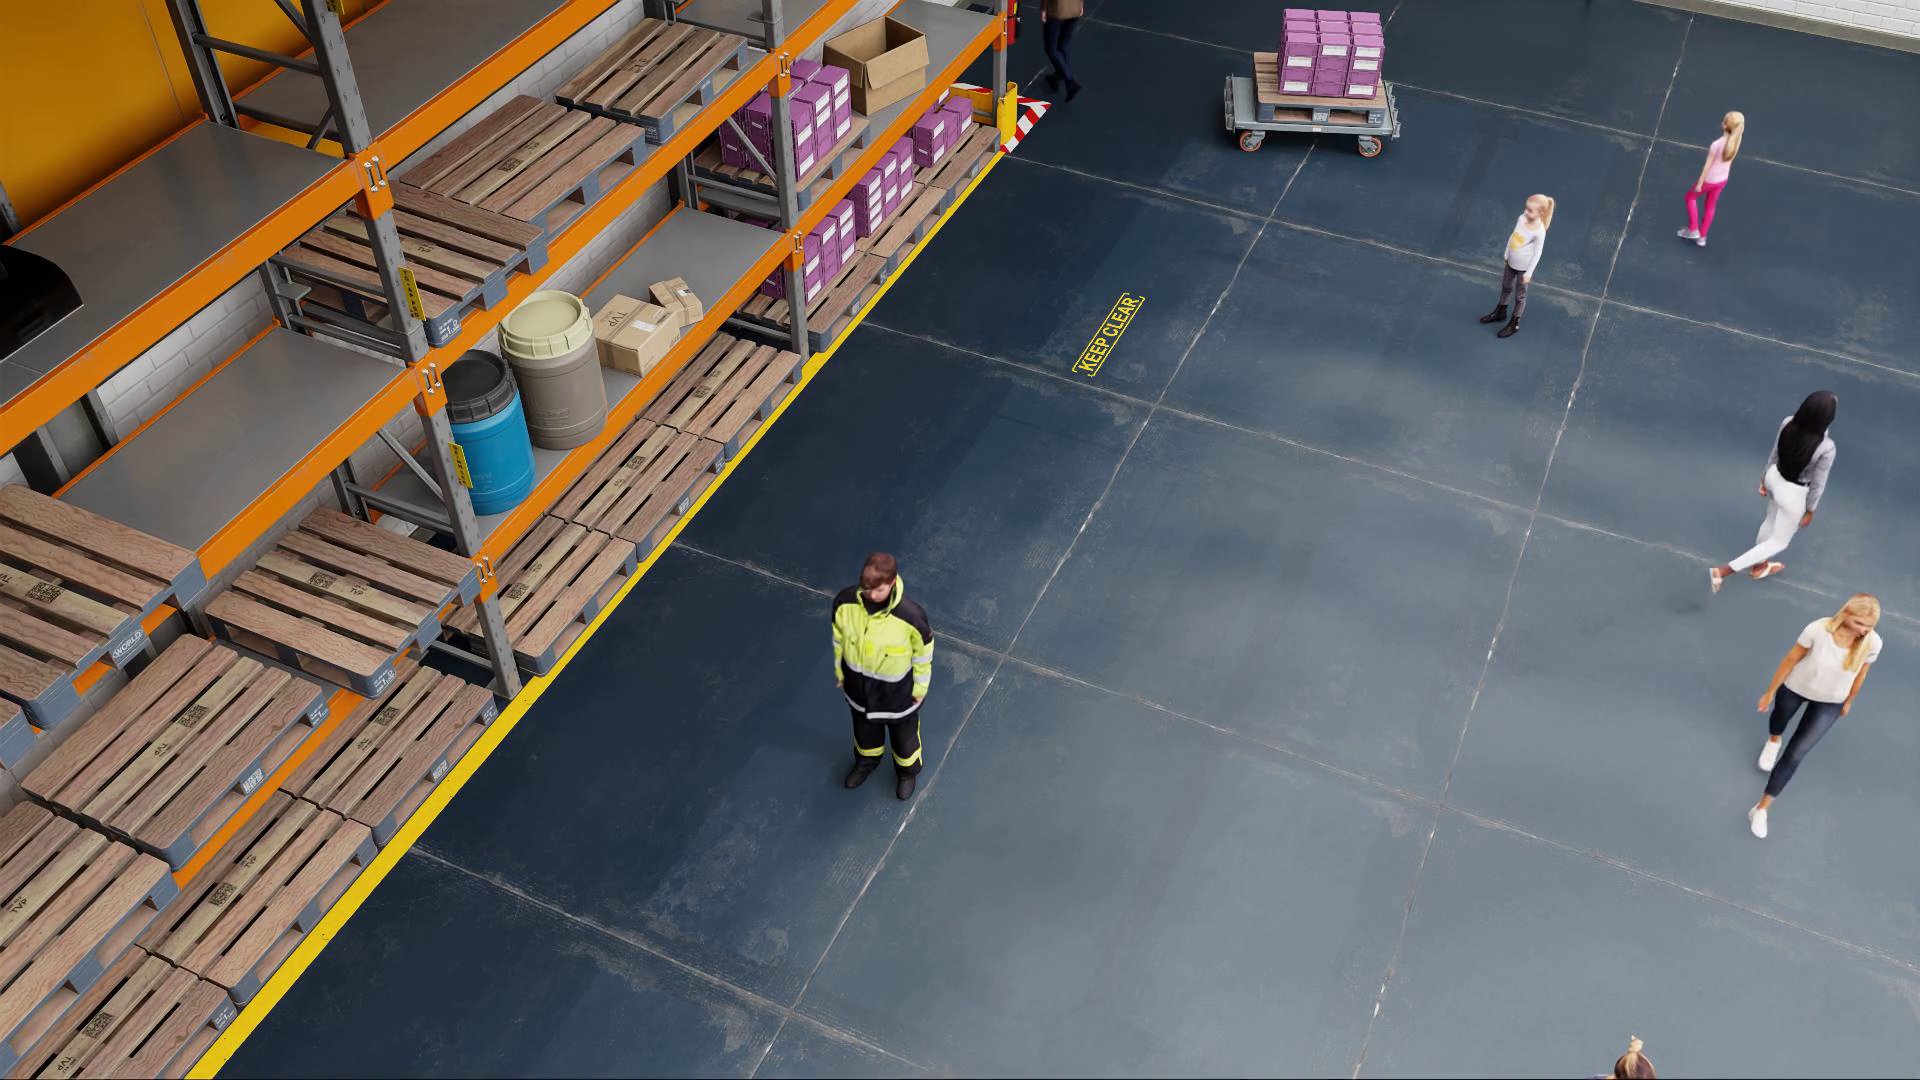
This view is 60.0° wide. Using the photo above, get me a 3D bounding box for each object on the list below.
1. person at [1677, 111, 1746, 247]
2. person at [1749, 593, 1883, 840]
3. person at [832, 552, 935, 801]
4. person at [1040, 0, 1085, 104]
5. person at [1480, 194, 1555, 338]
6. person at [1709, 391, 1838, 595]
[{"bbox_3d":[6.651,-3.146,14.593,0.592,1.262,0.654,-15,46,-16],"label":"person"},{"bbox_3d":[5.111,0.881,10.003,0.653,1.763,1.122,19,47,19],"label":"person"},{"bbox_3d":[-0.457,0.792,9.942,0.796,1.978,0.678,12,45,13],"label":"person"},{"bbox_3d":[1.034,-5.174,16.282,1.050,1.870,1.053,-20,47,-20],"label":"person"},{"bbox_3d":[4.616,-2.277,13.669,0.637,1.279,0.581,-17,46,-17],"label":"person"},{"bbox_3d":[5.546,-0.283,11.267,1.070,1.706,1.014,-15,46,-15],"label":"person"}]
